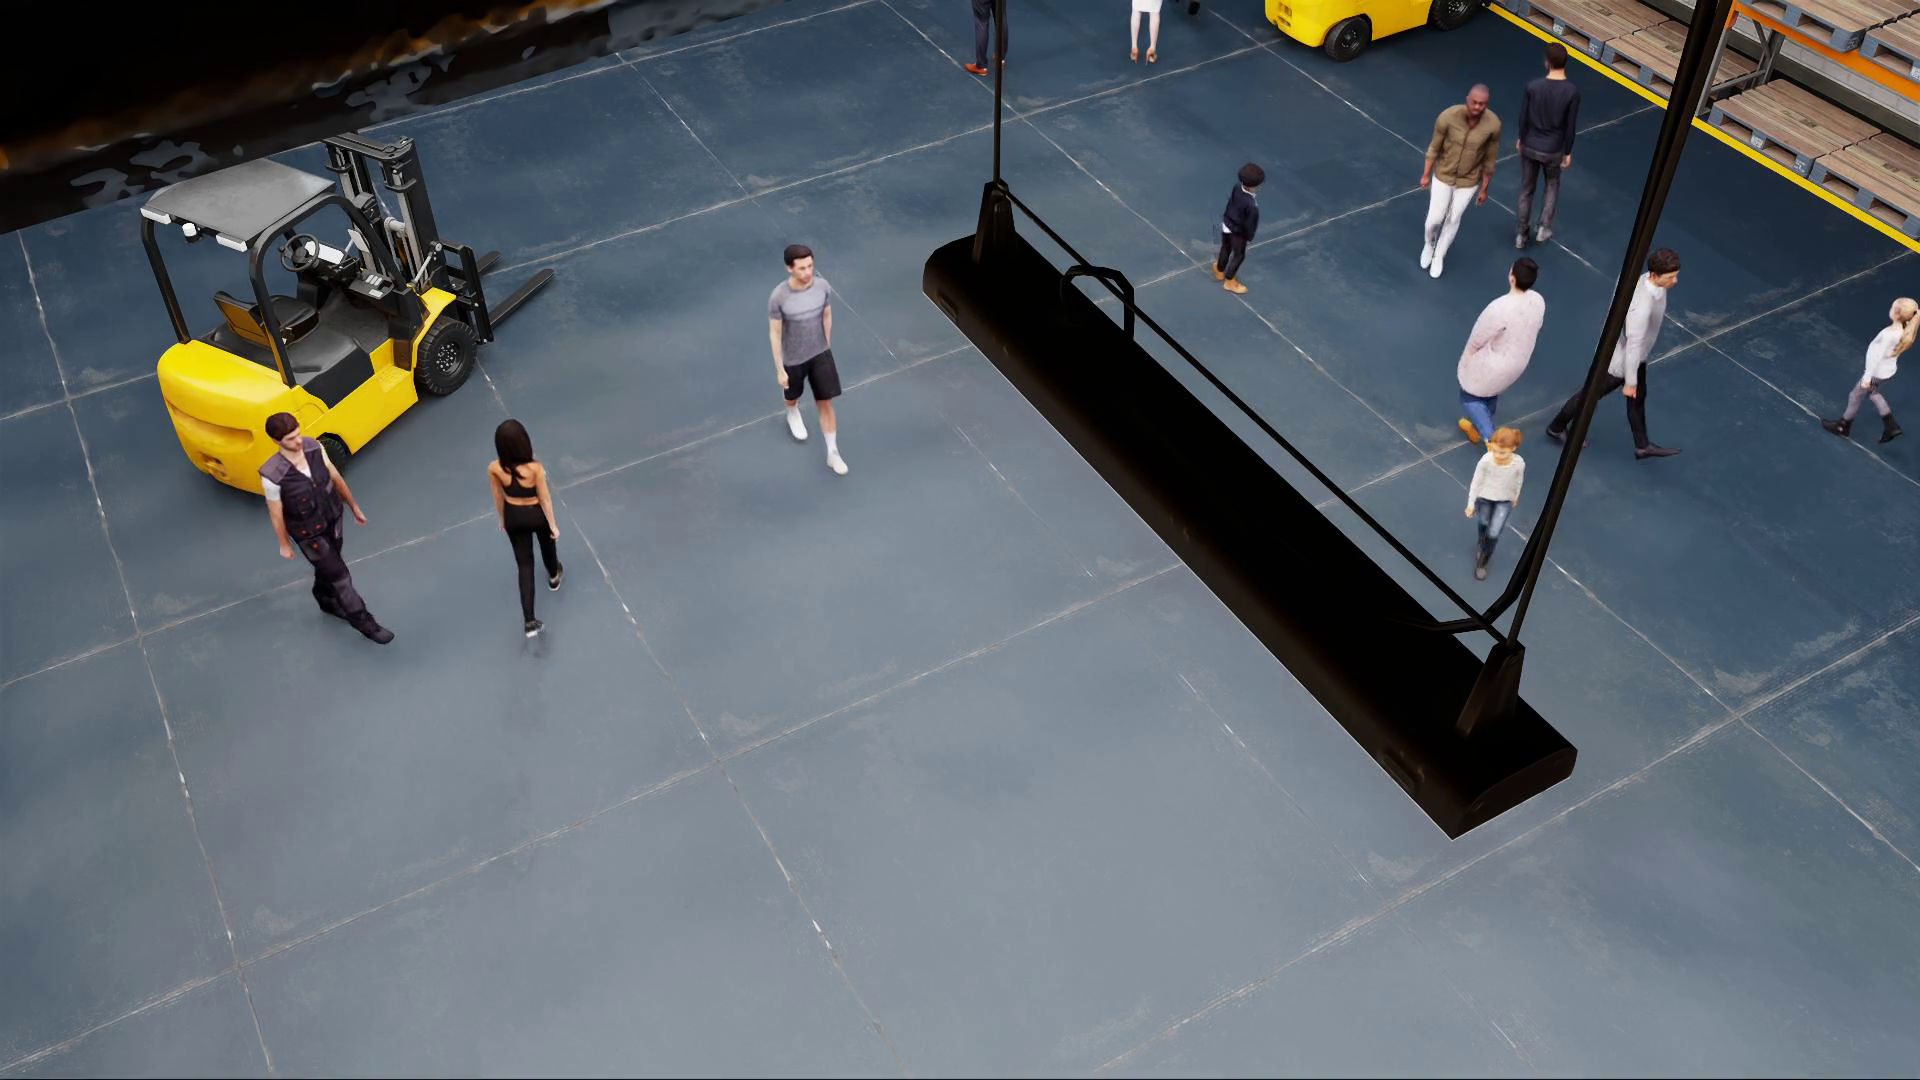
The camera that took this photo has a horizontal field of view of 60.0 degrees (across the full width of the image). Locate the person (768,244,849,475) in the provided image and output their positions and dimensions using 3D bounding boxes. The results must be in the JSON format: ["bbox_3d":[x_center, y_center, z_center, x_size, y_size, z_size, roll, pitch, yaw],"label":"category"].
[{"bbox_3d":[-1.208,-1.432,12.308,0.765,1.834,1.191,-16,46,-16],"label":"person"}]

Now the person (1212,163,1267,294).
[{"bbox_3d":[2.320,-2.691,14.083,0.729,1.210,0.468,-24,49,-23],"label":"person"}]

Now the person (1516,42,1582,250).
[{"bbox_3d":[4.967,-3.318,14.284,0.780,1.840,0.877,21,47,20],"label":"person"}]

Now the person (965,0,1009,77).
[{"bbox_3d":[0.307,-5.553,16.641,0.691,1.824,0.602,-24,49,-23],"label":"person"}]

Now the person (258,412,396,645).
[{"bbox_3d":[-4.317,-0.131,10.947,1.107,1.827,1.001,17,46,17],"label":"person"}]

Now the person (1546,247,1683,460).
[{"bbox_3d":[4.774,-1.369,12.215,1.345,1.872,1.131,21,48,21],"label":"person"}]

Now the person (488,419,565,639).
[{"bbox_3d":[-2.885,-0.068,11.037,0.892,1.614,1.135,-2,44,-2],"label":"person"}]

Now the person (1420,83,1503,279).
[{"bbox_3d":[4.202,-3.097,14.073,0.831,1.812,0.885,10,44,10],"label":"person"}]

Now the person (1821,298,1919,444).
[{"bbox_3d":[6.972,-1.238,12.517,0.551,1.265,0.791,-28,50,-26],"label":"person"}]

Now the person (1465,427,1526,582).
[{"bbox_3d":[3.729,-0.321,11.538,0.689,1.288,0.745,6,44,6],"label":"person"}]

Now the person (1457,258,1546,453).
[{"bbox_3d":[3.991,-1.293,12.239,0.747,1.728,0.941,-15,46,-16],"label":"person"}]

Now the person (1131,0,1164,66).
[{"bbox_3d":[1.899,-5.670,16.786,0.636,1.794,0.703,12,45,12],"label":"person"}]
